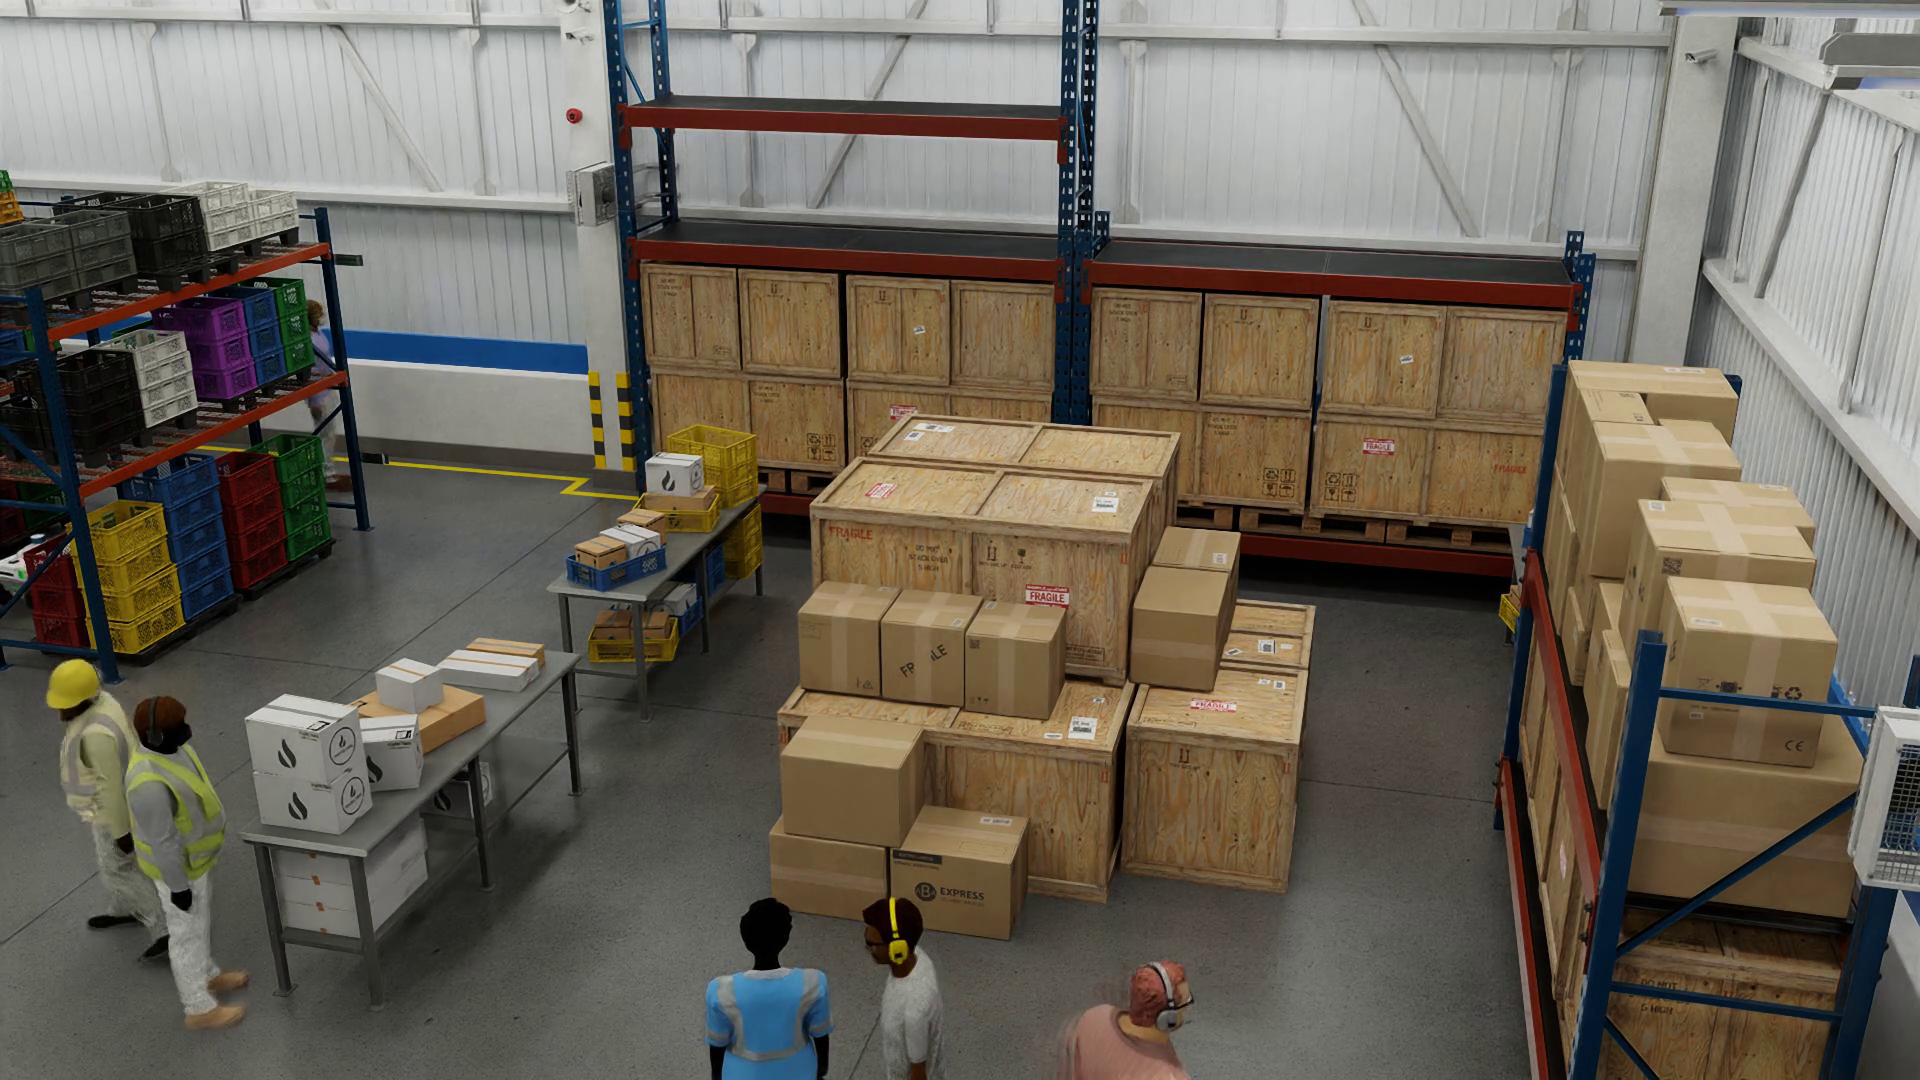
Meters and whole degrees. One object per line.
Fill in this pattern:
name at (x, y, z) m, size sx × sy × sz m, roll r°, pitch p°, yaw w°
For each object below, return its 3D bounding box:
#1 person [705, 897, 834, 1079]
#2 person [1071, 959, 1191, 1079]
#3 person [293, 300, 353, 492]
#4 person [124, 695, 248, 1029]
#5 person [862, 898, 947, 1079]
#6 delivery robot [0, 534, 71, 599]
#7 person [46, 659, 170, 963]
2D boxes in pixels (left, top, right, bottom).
person at (-0.798, 2.288, 7.052) m, size 0.539 × 1.686 × 0.321 m, roll -5°, pitch 21°, yaw -12°
person at (0.727, 2.427, 6.405) m, size 0.773 × 1.886 × 0.694 m, roll -11°, pitch 23°, yaw -26°
person at (-6.291, -1.431, 16.467) m, size 0.421 × 1.931 × 0.686 m, roll -3°, pitch 21°, yaw -8°
person at (-3.979, 1.635, 8.547) m, size 0.428 × 1.842 × 0.632 m, roll -6°, pitch 22°, yaw -16°
person at (-0.216, 2.288, 6.829) m, size 0.331 × 1.857 × 0.520 m, roll -3°, pitch 21°, yaw -7°
delivery robot at (-7.712, 0.190, 13.989) m, size 0.477 × 0.478 × 0.707 m, roll 8°, pitch 22°, yaw 21°
person at (-4.641, 1.433, 9.146) m, size 0.558 × 1.805 × 0.702 m, roll -8°, pitch 22°, yaw -20°
